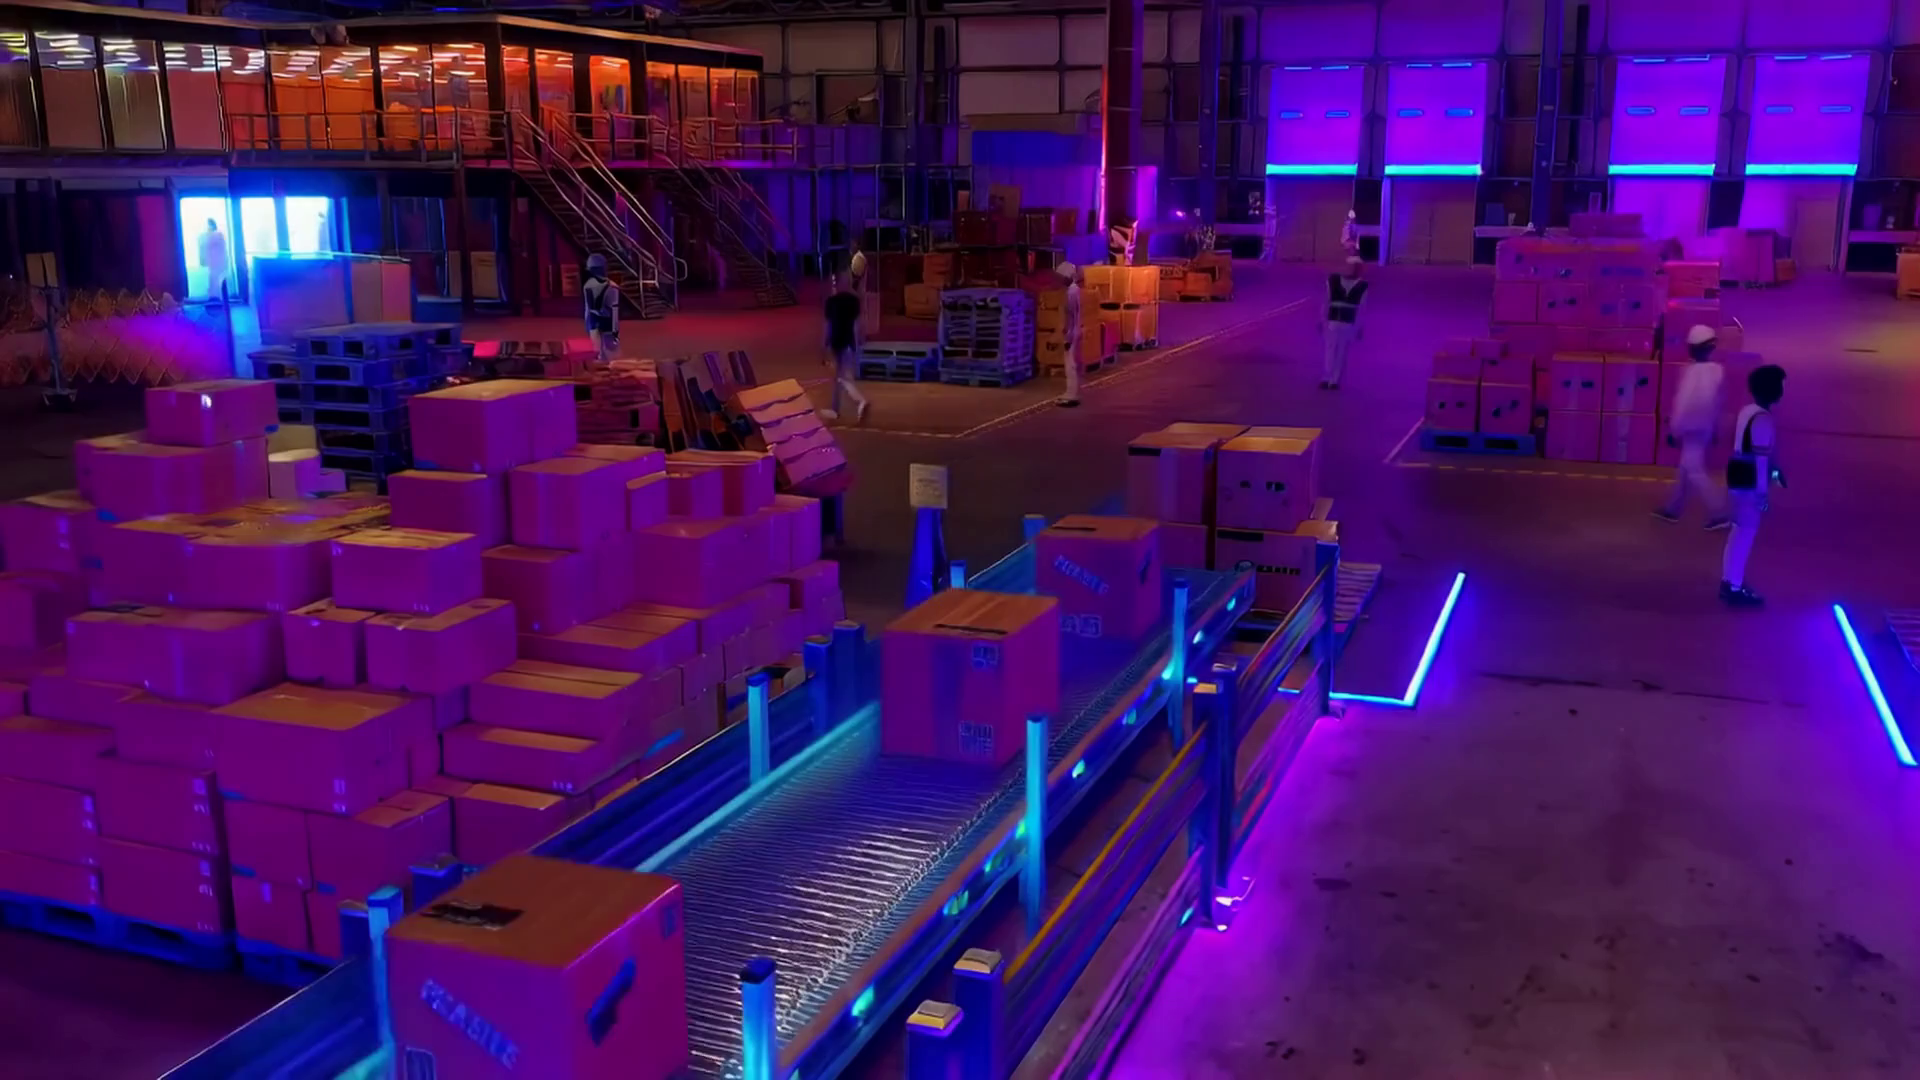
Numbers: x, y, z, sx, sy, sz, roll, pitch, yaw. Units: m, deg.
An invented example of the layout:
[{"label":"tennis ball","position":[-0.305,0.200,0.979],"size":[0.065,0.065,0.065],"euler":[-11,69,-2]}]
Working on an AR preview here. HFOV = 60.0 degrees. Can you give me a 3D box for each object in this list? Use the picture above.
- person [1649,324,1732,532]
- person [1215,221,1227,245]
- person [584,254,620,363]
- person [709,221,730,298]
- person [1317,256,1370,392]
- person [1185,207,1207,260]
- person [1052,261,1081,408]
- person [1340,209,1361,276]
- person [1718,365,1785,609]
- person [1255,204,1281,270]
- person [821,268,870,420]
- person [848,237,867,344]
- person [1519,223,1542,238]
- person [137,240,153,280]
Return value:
[{"label":"person","position":[6.252,-0.947,14.035],"size":[0.530,1.732,0.873],"euler":[-7,14,-28]},{"label":"person","position":[6.440,-7.020,41.248],"size":[0.324,1.742,0.492],"euler":[-4,13,-18]},{"label":"person","position":[-4.707,-2.778,21.817],"size":[0.539,1.929,0.383],"euler":[5,14,23]},{"label":"person","position":[-5.622,-6.675,39.508],"size":[0.598,1.824,0.998],"euler":[2,13,11]},{"label":"person","position":[5.202,-2.931,22.632],"size":[0.686,1.859,0.709],"euler":[3,13,12]},{"label":"person","position":[7.240,-9.234,50.868],"size":[0.701,1.887,0.425],"euler":[3,13,15]},{"label":"person","position":[1.384,-2.615,21.245],"size":[0.334,1.857,0.563],"euler":[-2,13,-8]},{"label":"person","position":[10.910,-8.241,46.339],"size":[0.613,1.915,0.912],"euler":[-7,14,-29]},{"label":"person","position":[5.503,-0.374,11.564],"size":[0.320,1.693,0.536],"euler":[3,13,13]},{"label":"person","position":[9.414,-9.224,50.635],"size":[0.817,1.967,0.622],"euler":[6,14,26]},{"label":"person","position":[-1.411,-2.368,20.152],"size":[0.794,1.849,0.529],"euler":[10,16,39]},{"label":"person","position":[-1.800,-4.330,28.949],"size":[0.346,1.847,0.506],"euler":[3,13,11]},{"label":"person","position":[13.249,-6.492,38.799],"size":[0.629,1.792,0.988],"euler":[-1,13,-4]},{"label":"person","position":[-17.793,-5.836,36.196],"size":[0.520,1.616,0.436],"euler":[-1,13,-6]}]
